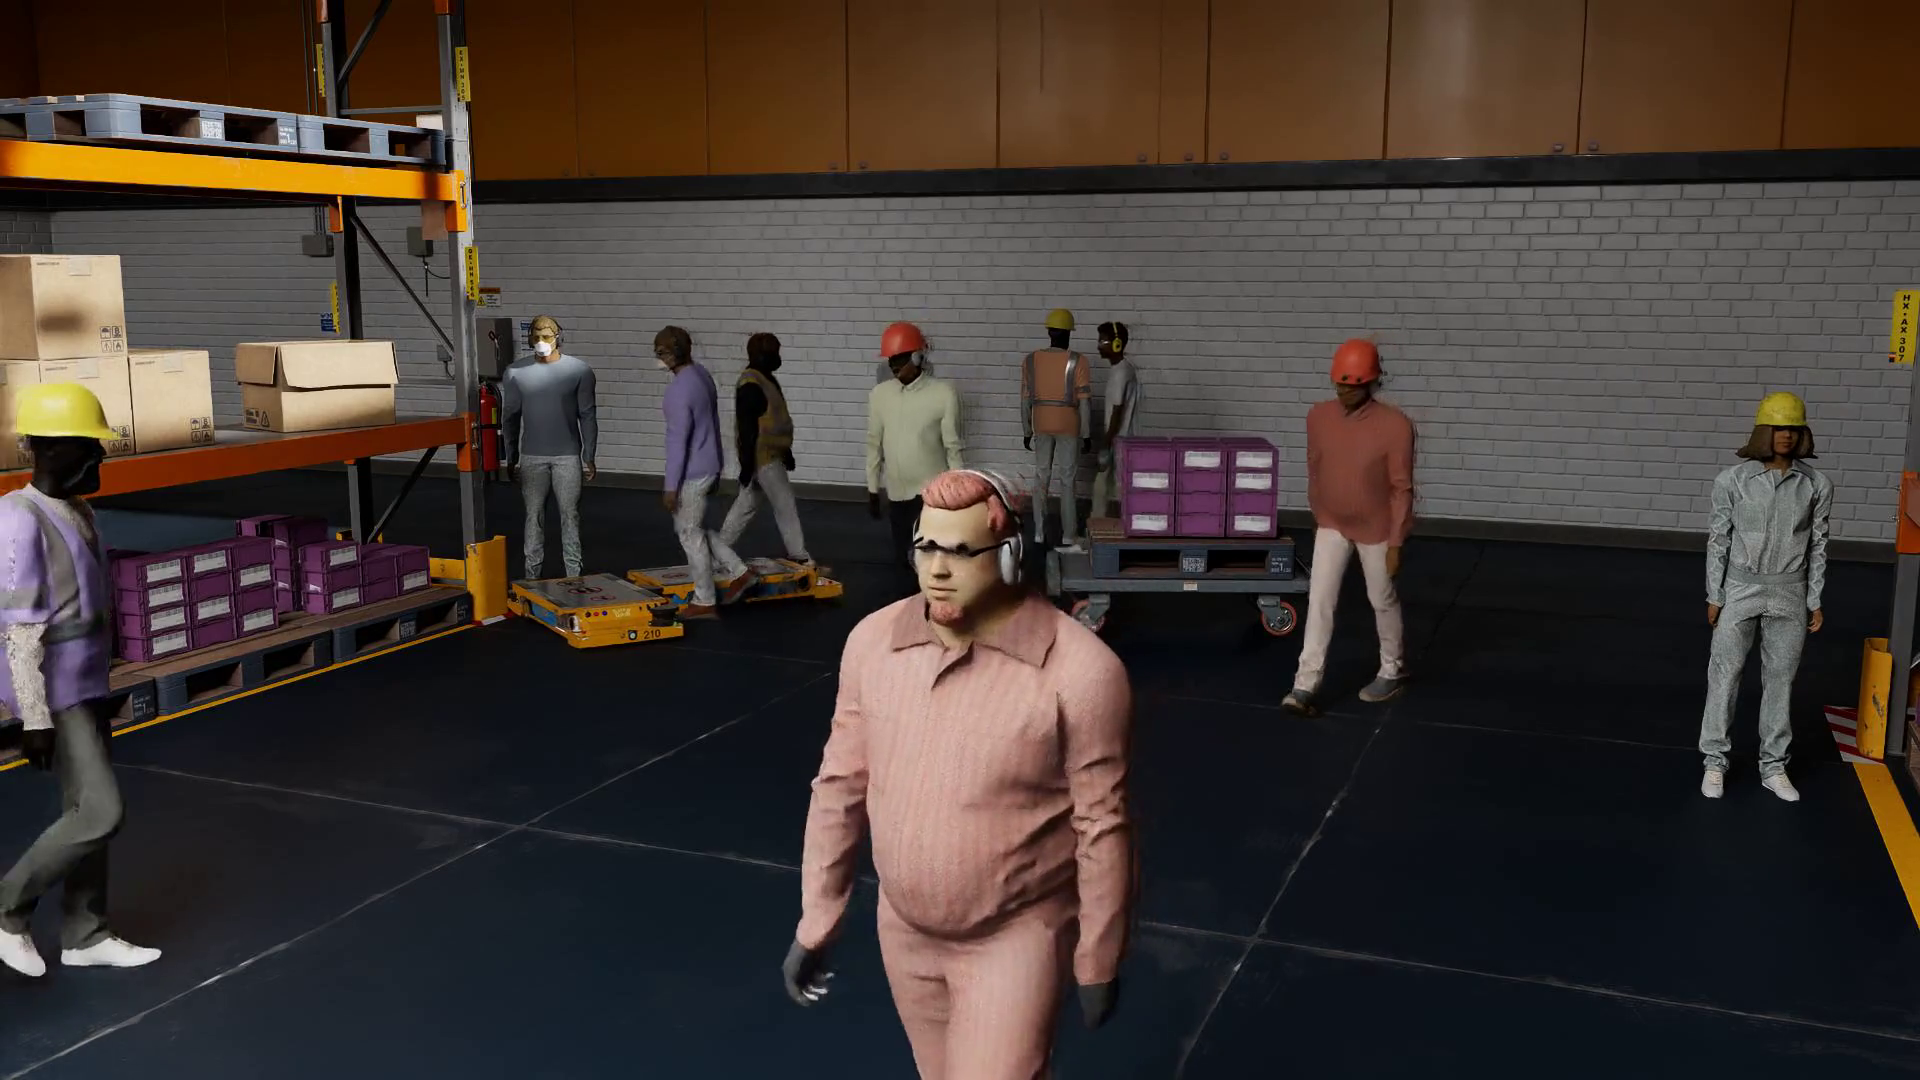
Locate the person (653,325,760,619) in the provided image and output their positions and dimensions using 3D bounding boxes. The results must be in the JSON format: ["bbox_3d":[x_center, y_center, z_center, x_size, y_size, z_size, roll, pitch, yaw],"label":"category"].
[{"bbox_3d":[-1.647,-0.403,10.494,0.500,1.901,0.671,1,9,6],"label":"person"}]

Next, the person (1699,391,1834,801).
[{"bbox_3d":[3.419,0.243,7.061,0.487,1.746,0.289,2,9,9],"label":"person"}]

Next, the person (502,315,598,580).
[{"bbox_3d":[-2.803,-0.571,11.408,0.633,1.938,0.356,-1,9,-7],"label":"person"}]

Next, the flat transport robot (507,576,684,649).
[{"bbox_3d":[-2.313,0.422,10.436,0.652,0.197,1.431,-6,11,-31],"label":"flat transport robot"}]

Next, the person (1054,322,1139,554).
[{"bbox_3d":[1.058,-0.706,12.502,0.751,1.843,0.563,0,9,3],"label":"person"}]

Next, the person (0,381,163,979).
[{"bbox_3d":[-2.824,0.462,5.221,0.467,1.911,0.619,-2,10,-10],"label":"person"}]

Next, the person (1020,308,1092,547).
[{"bbox_3d":[0.790,-0.906,13.475,0.595,1.925,0.374,4,10,24],"label":"person"}]

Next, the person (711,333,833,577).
[{"bbox_3d":[-1.441,-0.612,12.125,0.941,1.800,0.633,0,9,-2],"label":"person"}]

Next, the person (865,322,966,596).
[{"bbox_3d":[-0.226,-0.320,9.861,0.655,1.959,0.832,5,11,27],"label":"person"}]

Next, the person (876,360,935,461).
[{"bbox_3d":[-0.429,-0.864,13.652,0.503,1.784,1.018,-1,9,-6],"label":"person"}]

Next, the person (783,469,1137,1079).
[{"bbox_3d":[-0.038,0.804,3.281,0.657,1.879,0.791,6,11,34],"label":"person"}]

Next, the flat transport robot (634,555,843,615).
[{"bbox_3d":[-1.574,0.297,11.193,1.431,0.197,0.652,-6,11,-31],"label":"flat transport robot"}]

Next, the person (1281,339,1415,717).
[{"bbox_3d":[1.984,-0.058,8.390,0.650,1.905,1.055,8,12,39],"label":"person"}]
